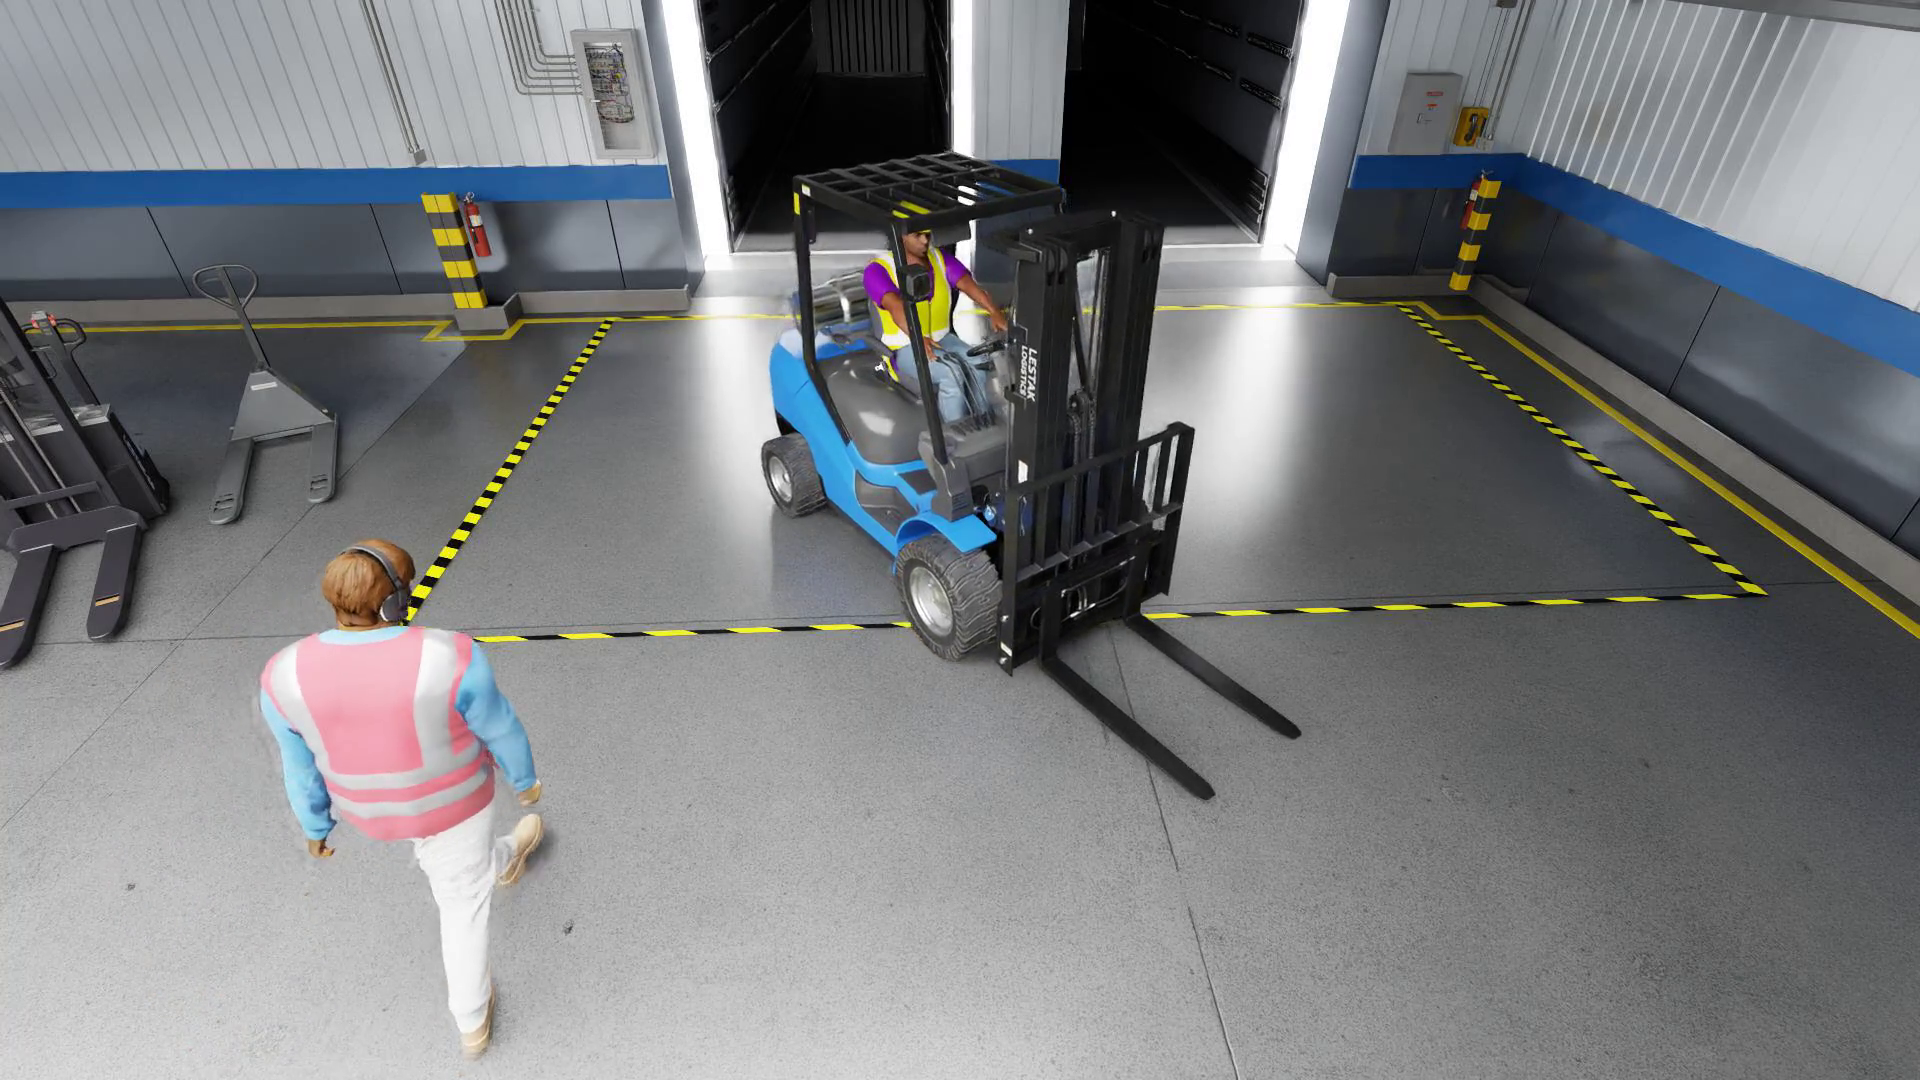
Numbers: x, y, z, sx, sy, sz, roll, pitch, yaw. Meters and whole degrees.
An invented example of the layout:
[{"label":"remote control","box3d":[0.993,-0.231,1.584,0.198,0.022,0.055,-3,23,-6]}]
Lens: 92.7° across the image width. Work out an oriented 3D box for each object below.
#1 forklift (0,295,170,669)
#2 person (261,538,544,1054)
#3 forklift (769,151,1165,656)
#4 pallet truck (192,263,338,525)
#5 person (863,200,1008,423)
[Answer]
[{"label":"forklift","box3d":[-5.212,-0.618,4.878,0.823,1.965,1.885,-20,39,-26]},{"label":"person","box3d":[-1.757,0.799,3.037,0.687,1.773,0.957,-3,35,-5]},{"label":"forklift","box3d":[-0.098,-0.948,5.041,1.157,2.036,2.680,-22,41,-29]},{"label":"pallet truck","box3d":[-4.778,-1.027,6.128,0.680,1.201,1.601,-17,38,-23]},{"label":"person","box3d":[-0.069,-1.071,4.891,0.635,1.293,1.004,-22,41,-29]}]
